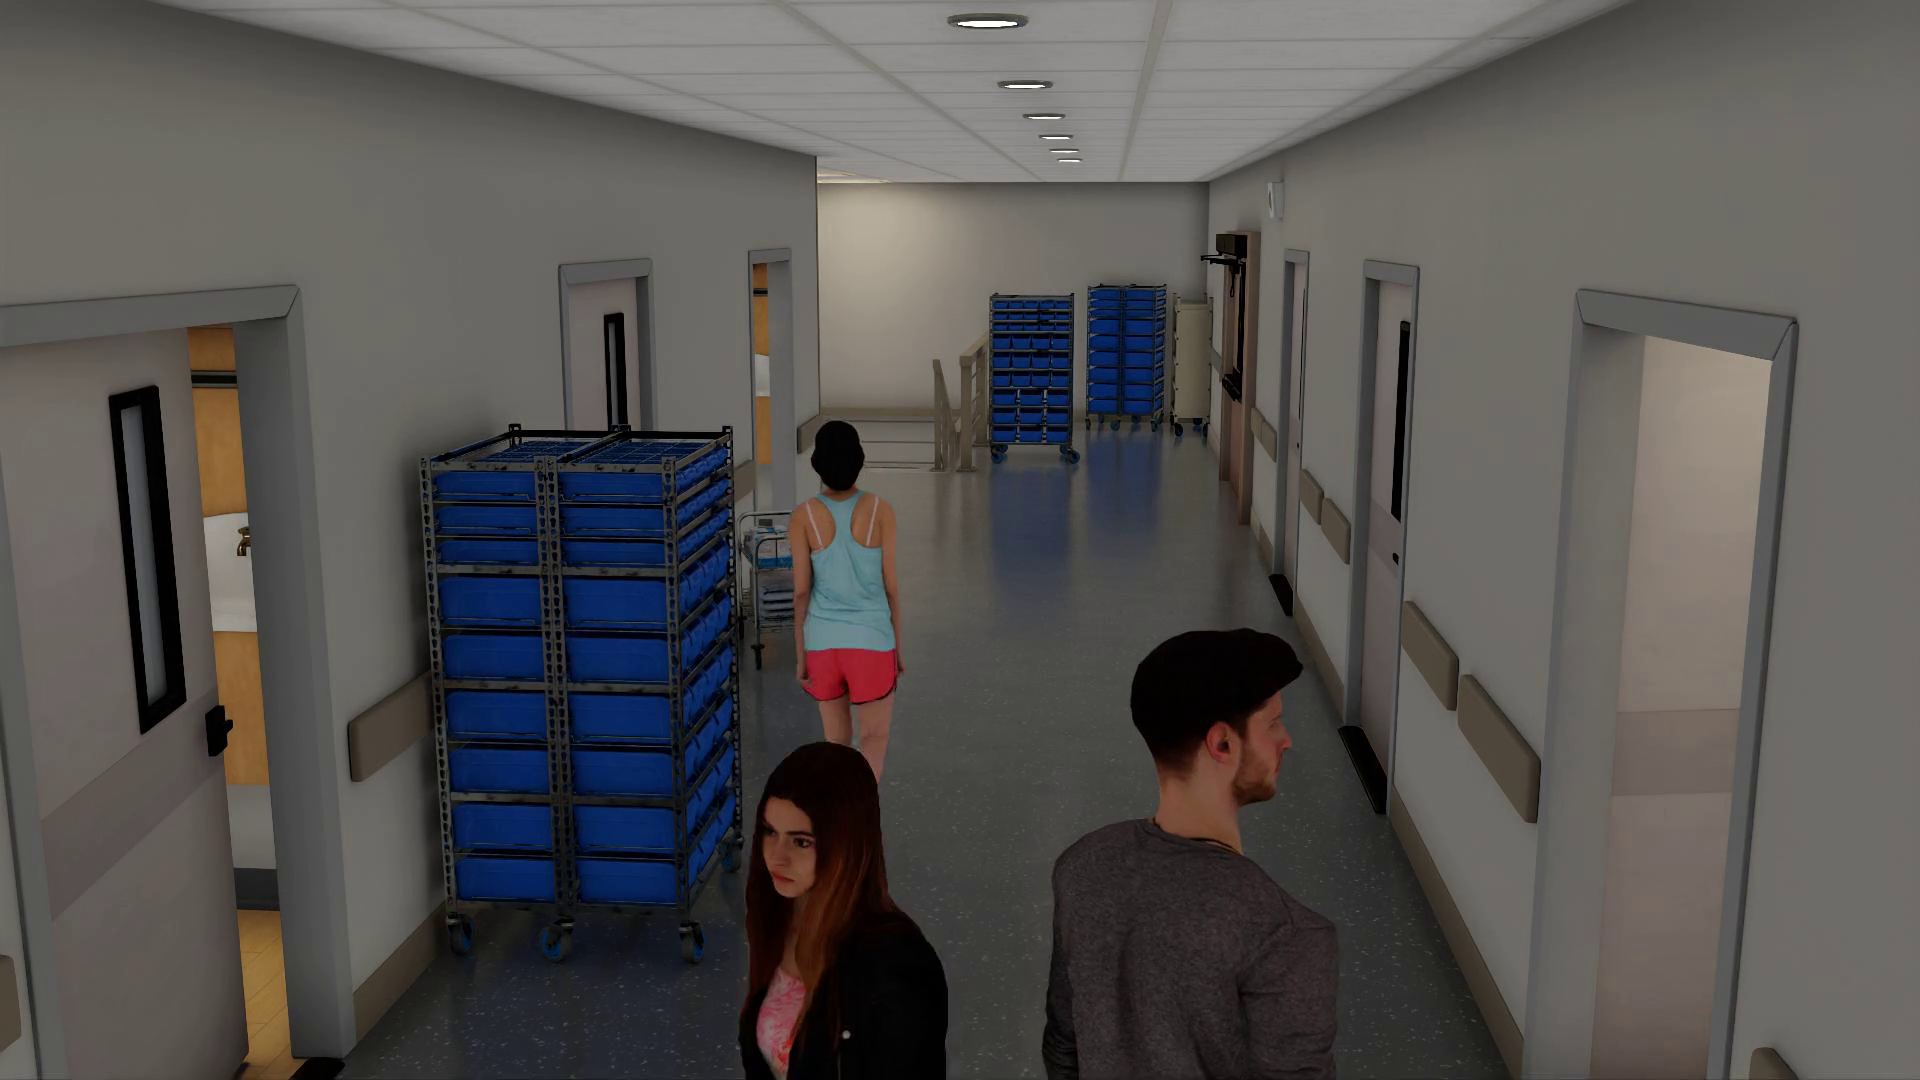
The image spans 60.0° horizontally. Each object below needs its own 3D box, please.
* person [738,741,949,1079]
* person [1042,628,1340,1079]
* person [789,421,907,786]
[{"bbox_3d":[-0.083,1.130,2.745,0.886,1.694,0.834,-6,13,-31],"label":"person"},{"bbox_3d":[0.337,1.068,2.510,0.811,1.903,0.753,-9,14,-39],"label":"person"},{"bbox_3d":[-0.421,0.451,6.184,0.572,1.746,0.952,1,11,4],"label":"person"}]
